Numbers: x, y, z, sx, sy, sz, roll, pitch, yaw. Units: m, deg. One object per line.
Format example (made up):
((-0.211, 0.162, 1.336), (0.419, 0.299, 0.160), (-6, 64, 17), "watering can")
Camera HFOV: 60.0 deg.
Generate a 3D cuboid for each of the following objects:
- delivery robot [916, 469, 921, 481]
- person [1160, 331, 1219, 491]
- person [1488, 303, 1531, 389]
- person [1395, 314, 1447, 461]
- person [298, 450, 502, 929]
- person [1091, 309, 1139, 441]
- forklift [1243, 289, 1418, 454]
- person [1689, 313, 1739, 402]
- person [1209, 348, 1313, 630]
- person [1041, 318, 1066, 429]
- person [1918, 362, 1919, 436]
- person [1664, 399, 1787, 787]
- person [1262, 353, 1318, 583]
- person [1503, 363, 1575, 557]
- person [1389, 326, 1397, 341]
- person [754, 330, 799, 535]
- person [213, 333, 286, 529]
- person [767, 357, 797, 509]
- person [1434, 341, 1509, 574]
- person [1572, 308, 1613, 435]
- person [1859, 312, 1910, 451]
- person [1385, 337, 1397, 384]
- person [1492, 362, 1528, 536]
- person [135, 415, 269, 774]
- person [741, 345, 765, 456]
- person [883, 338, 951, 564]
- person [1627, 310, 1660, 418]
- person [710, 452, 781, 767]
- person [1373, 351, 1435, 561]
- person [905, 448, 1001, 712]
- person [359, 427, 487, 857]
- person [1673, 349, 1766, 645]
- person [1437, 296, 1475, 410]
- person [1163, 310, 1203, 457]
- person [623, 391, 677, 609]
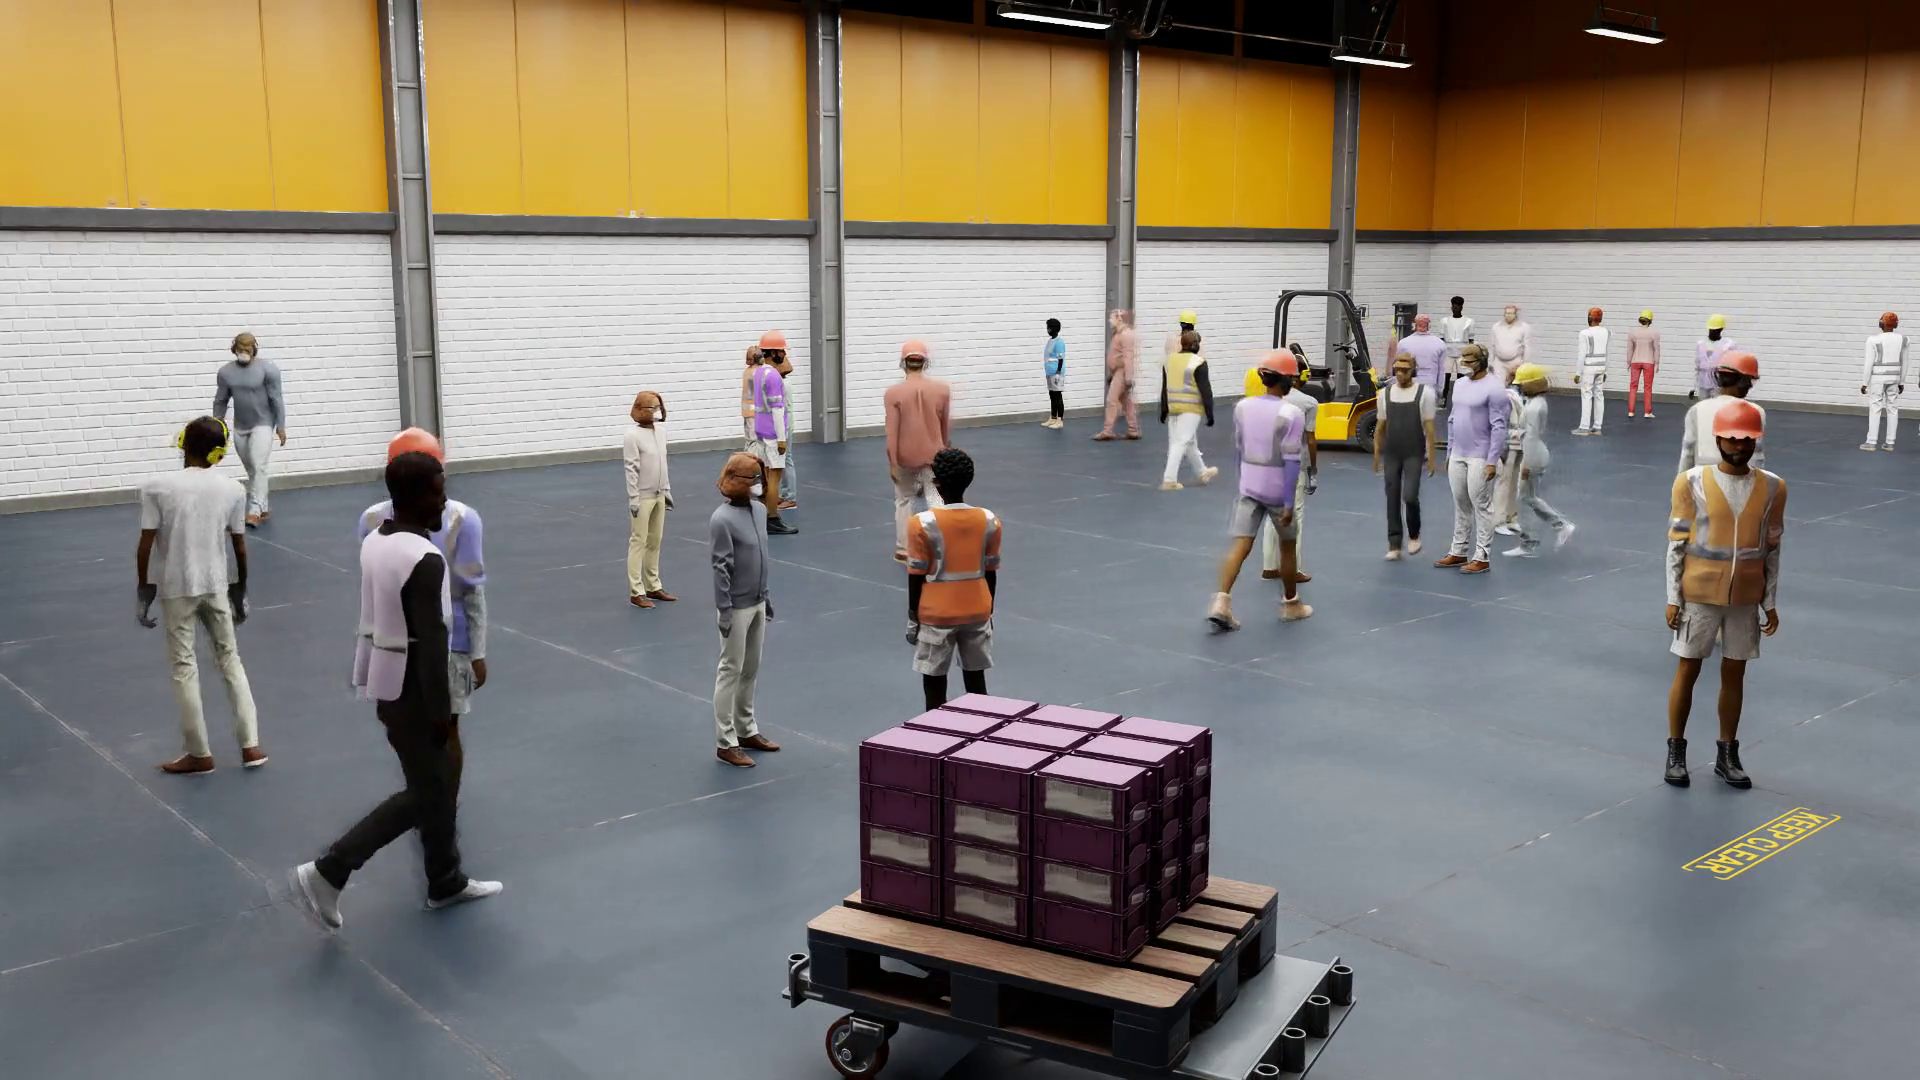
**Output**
((-0.265, -0.821, 18.417), (0.477, 0.478, 0.707), (1, 10, 9), "delivery robot")
((2.635, -1.468, 18.845), (0.973, 1.791, 0.653), (-7, 12, -34), "person")
((8.853, -2.871, 26.805), (0.641, 1.885, 0.552), (6, 12, 33), "person")
((5.915, -1.957, 21.415), (0.639, 1.900, 0.401), (1, 10, 4), "person")
((-2.218, 0.597, 6.514), (0.752, 1.890, 0.590), (-7, 12, -36), "person")
((2.198, -2.345, 23.753), (0.850, 1.871, 0.671), (-1, 10, -4), "person")
((5.034, -2.339, 22.783), (2.313, 2.155, 1.214), (3, 10, 16), "forklift")
((9.901, -2.030, 21.842), (0.505, 1.901, 0.601), (-6, 11, -31), "person")
((2.145, -0.355, 11.766), (1.017, 2.005, 0.629), (-10, 14, -44), "person")
((1.441, -2.549, 25.475), (0.319, 1.695, 0.532), (-3, 10, -17), "person")
((14.247, -2.310, 24.223), (0.522, 1.645, 0.306), (6, 11, 31), "person")
((3.788, 0.271, 8.251), (0.542, 1.939, 0.361), (1, 10, 8), "person")
((2.666, -0.574, 13.447), (0.500, 1.861, 0.327), (8, 13, 40), "person")
((5.063, -0.687, 14.526), (0.535, 1.712, 0.520), (4, 10, 22), "person")
((6.873, -2.646, 25.616), (0.429, 1.844, 0.627), (-4, 10, -20), "person")
((-1.766, -1.019, 15.808), (0.360, 1.938, 0.545), (-5, 11, -25), "person")
((-6.974, -1.057, 16.182), (0.709, 1.885, 0.874), (2, 10, 12), "person")
((-1.872, -1.137, 17.388), (0.274, 1.631, 0.508), (-3, 10, -16), "person")
((4.273, -0.685, 13.862), (0.371, 1.936, 0.627), (-4, 10, -22), "person")
((9.314, -2.478, 24.514), (0.574, 1.883, 0.356), (-4, 10, -22), "person")
((12.528, -2.144, 22.555), (0.573, 1.883, 0.356), (0, 10, 1), "person")
((6.708, -2.499, 25.125), (0.826, 1.725, 0.536), (-2, 10, -11), "person")
((5.270, -0.869, 15.802), (0.522, 1.638, 0.310), (-9, 13, -41), "person")
((-3.844, 0.297, 8.420), (0.594, 1.838, 0.423), (-10, 14, -44), "person")
((-2.330, -1.393, 18.894), (0.312, 1.633, 0.519), (-4, 10, -21), "person")
((-0.336, -0.709, 13.938), (0.603, 1.959, 0.896), (-2, 10, -13), "person")
((11.133, -2.864, 27.107), (0.523, 1.769, 0.314), (8, 12, 38), "person")
((-1.124, 0.350, 8.682), (0.266, 1.631, 0.509), (4, 10, 21), "person")
((3.821, -0.716, 14.349), (0.545, 1.828, 0.422), (6, 11, 32), "person")
((-0.032, 0.383, 8.330), (0.530, 1.689, 0.321), (-6, 11, -30), "person")
((-2.349, 0.445, 7.333), (0.547, 1.910, 0.489), (0, 10, -2), "person")
((5.266, -0.315, 11.507), (0.458, 2.030, 0.644), (-4, 11, -24), "person")
((8.446, -3.176, 28.356), (0.612, 1.962, 0.364), (4, 11, 23), "person")
((2.966, -2.061, 21.939), (0.594, 1.924, 0.383), (8, 13, 40), "person")
((-2.341, -0.313, 12.559), (0.279, 1.634, 0.498), (4, 11, 24), "person")
